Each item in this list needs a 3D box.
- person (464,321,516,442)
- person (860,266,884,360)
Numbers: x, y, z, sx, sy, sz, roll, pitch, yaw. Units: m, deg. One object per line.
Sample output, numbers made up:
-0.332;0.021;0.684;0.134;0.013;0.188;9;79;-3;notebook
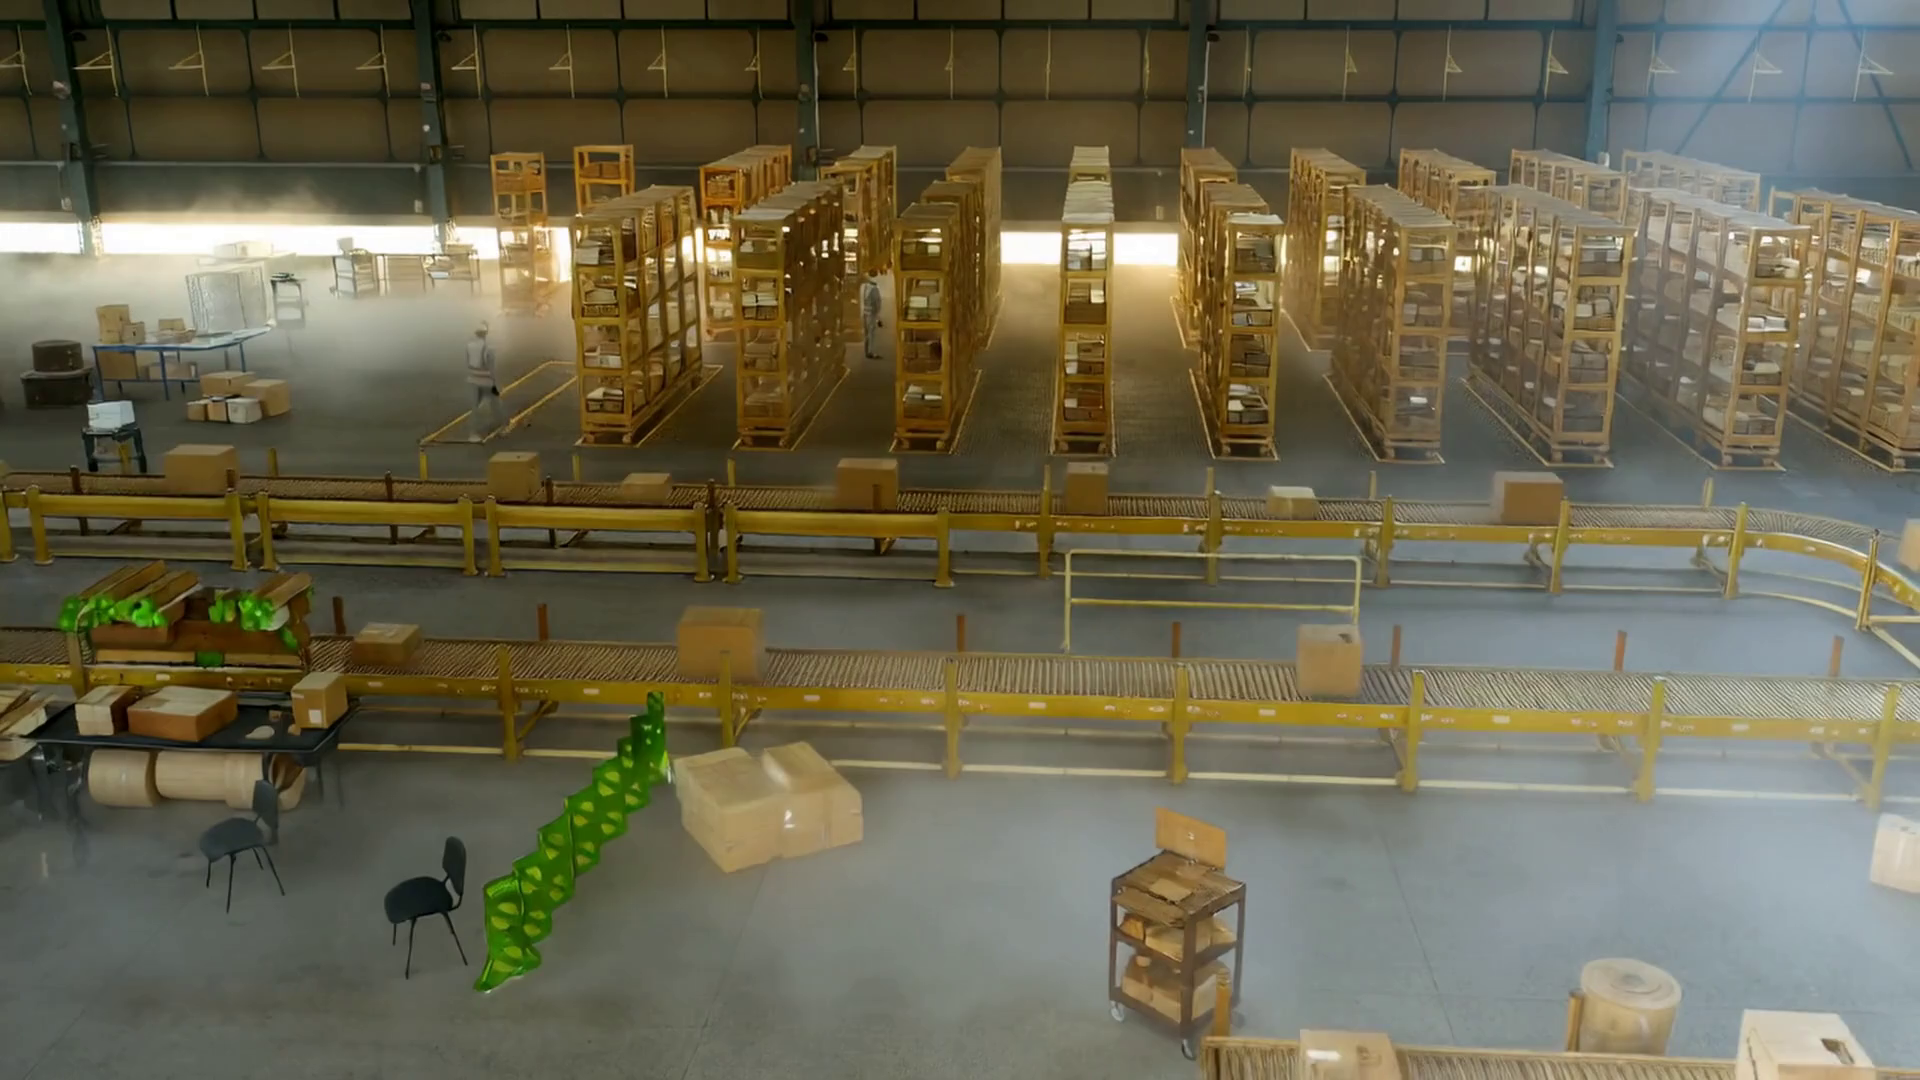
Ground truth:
-7.585;-2.567;26.601;0.617;1.885;1.041;6;19;19;person
-1.734;-4.466;32.732;0.403;1.830;0.600;-11;21;-31;person
